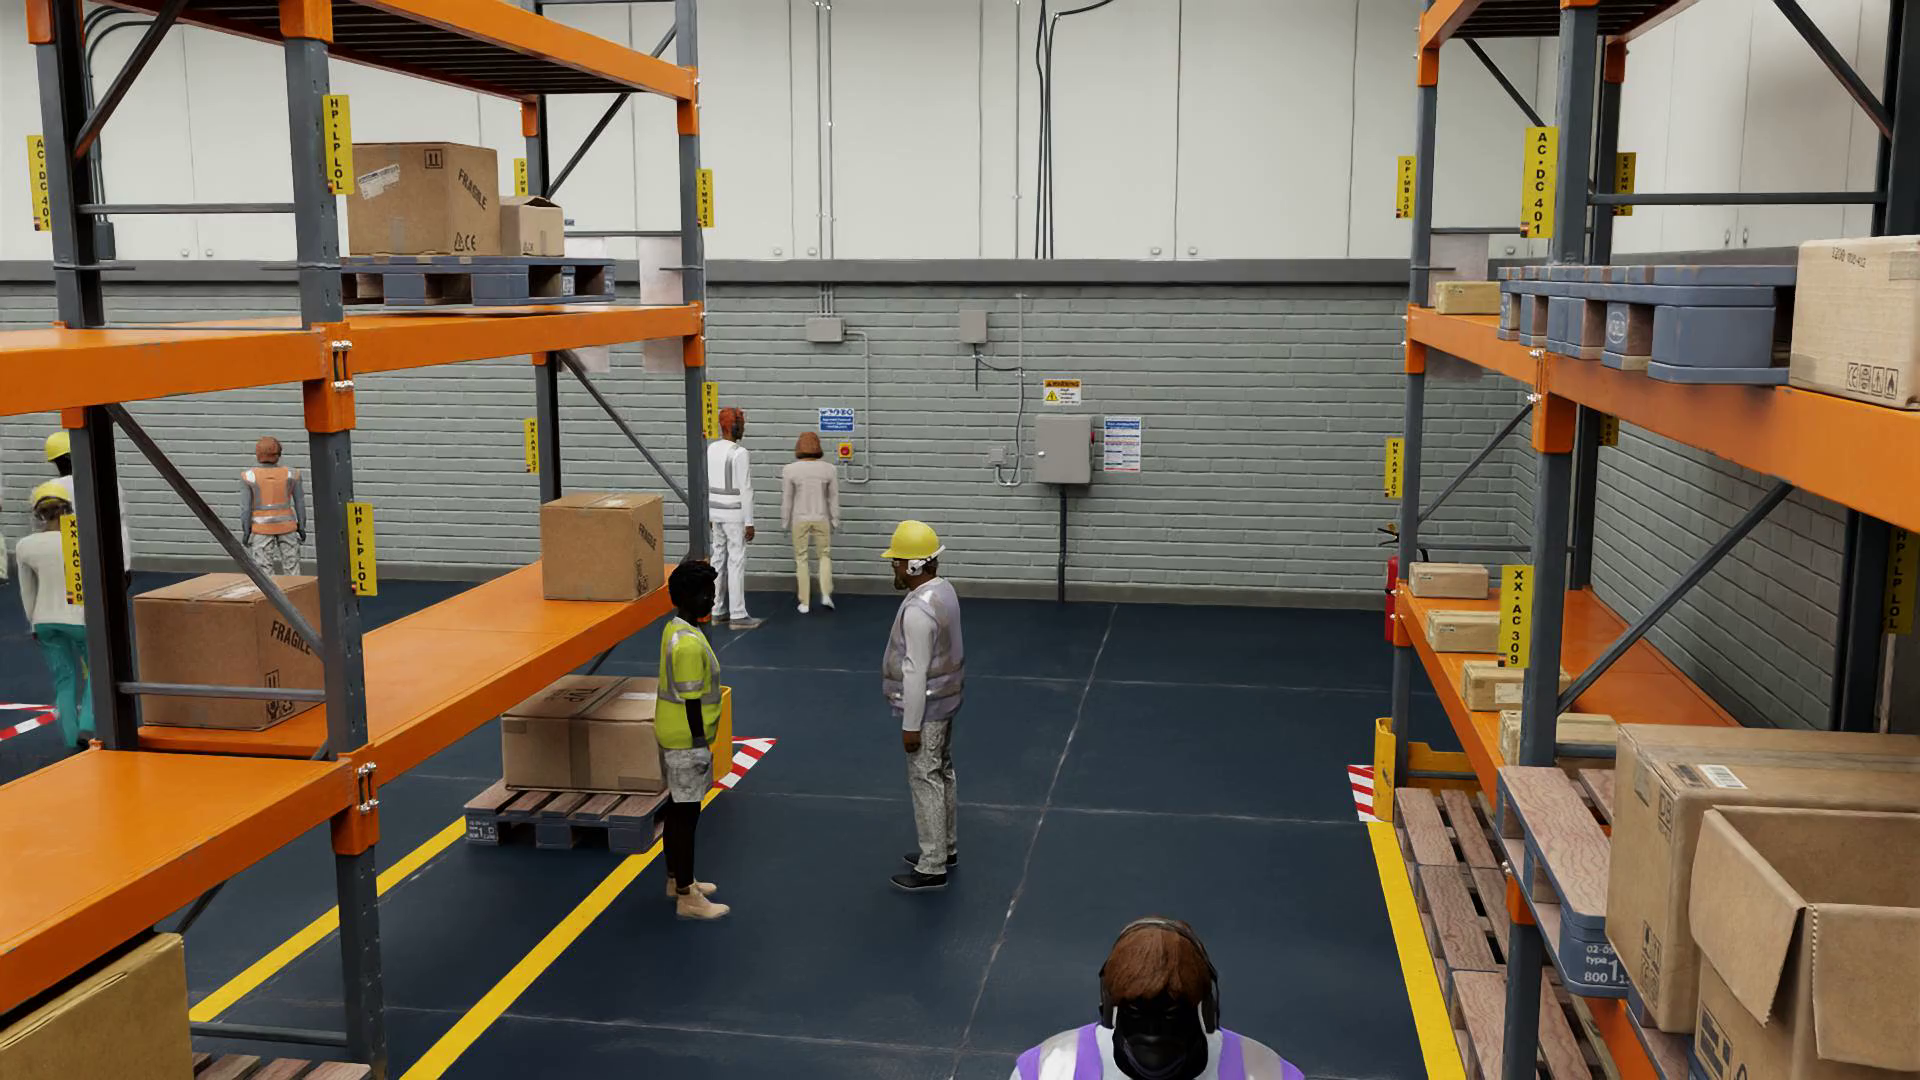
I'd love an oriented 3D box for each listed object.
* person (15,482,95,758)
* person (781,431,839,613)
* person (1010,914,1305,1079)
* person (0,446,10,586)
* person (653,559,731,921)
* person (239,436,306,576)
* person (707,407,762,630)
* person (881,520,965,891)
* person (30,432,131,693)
[{"bbox_3d":[-5.510,0.507,10.305,0.570,1.731,0.362,0,9,0],"label":"person"},{"bbox_3d":[-1.319,-0.148,14.697,0.517,1.622,0.389,-3,10,-18],"label":"person"},{"bbox_3d":[0.370,1.607,3.202,0.636,1.841,0.429,1,9,4],"label":"person"},{"bbox_3d":[-9.436,-0.413,15.968,0.578,1.738,0.354,4,10,21],"label":"person"},{"bbox_3d":[-1.275,0.930,7.830,0.322,1.692,0.533,-3,10,-16],"label":"person"},{"bbox_3d":[-5.812,-0.058,14.099,0.524,1.636,0.308,-5,11,-30],"label":"person"},{"bbox_3d":[-1.949,-0.186,14.121,0.585,1.882,0.337,9,13,44],"label":"person"},{"bbox_3d":[-0.184,0.807,8.205,0.404,1.823,0.590,2,9,10],"label":"person"},{"bbox_3d":[-6.272,0.178,11.857,0.589,1.891,0.615,-9,13,-42],"label":"person"}]
